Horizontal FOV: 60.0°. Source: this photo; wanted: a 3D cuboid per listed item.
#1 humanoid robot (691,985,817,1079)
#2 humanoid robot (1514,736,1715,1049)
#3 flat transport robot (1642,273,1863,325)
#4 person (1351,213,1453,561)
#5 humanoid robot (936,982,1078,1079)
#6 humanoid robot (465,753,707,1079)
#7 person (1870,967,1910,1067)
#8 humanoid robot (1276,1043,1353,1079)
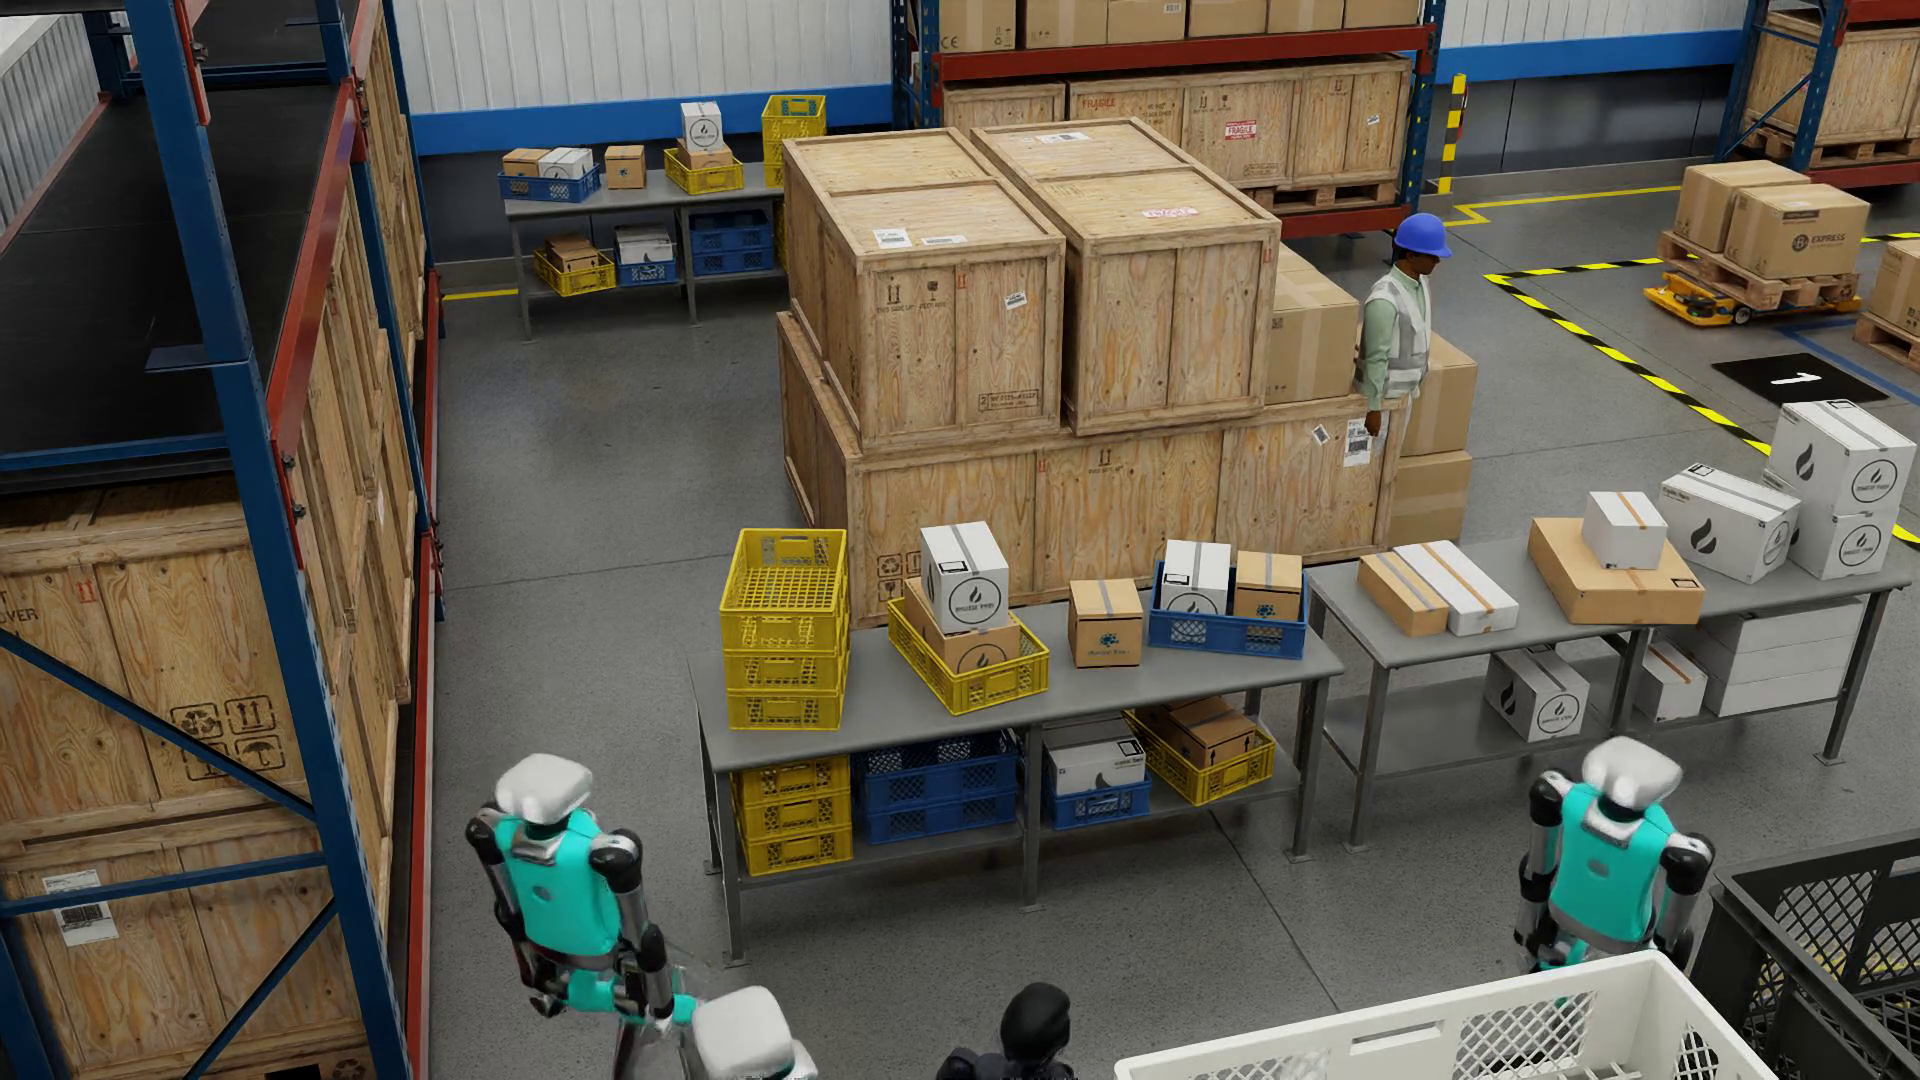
[{"bbox_3d":[-0.648,1.895,4.102,0.672,1.754,0.544,-14,32,-24],"label":"humanoid robot"},{"bbox_3d":[2.081,1.308,5.291,0.541,1.827,0.804,25,37,37],"label":"humanoid robot"},{"bbox_3d":[5.953,-1.873,12.486,1.431,0.197,0.652,-7,30,-13],"label":"flat transport robot"},{"bbox_3d":[2.293,-0.796,8.835,0.411,1.939,0.602,18,34,30],"label":"person"},{"bbox_3d":[0.176,1.791,4.401,0.584,1.655,0.368,11,31,19],"label":"humanoid robot"},{"bbox_3d":[-1.060,1.298,5.262,0.532,1.792,0.805,9,30,15],"label":"humanoid robot"},{"bbox_3d":[2.270,1.808,4.228,0.557,1.810,0.615,5,29,8],"label":"person"},{"bbox_3d":[0.643,1.888,4.153,0.696,1.772,0.533,15,32,26],"label":"humanoid robot"}]
